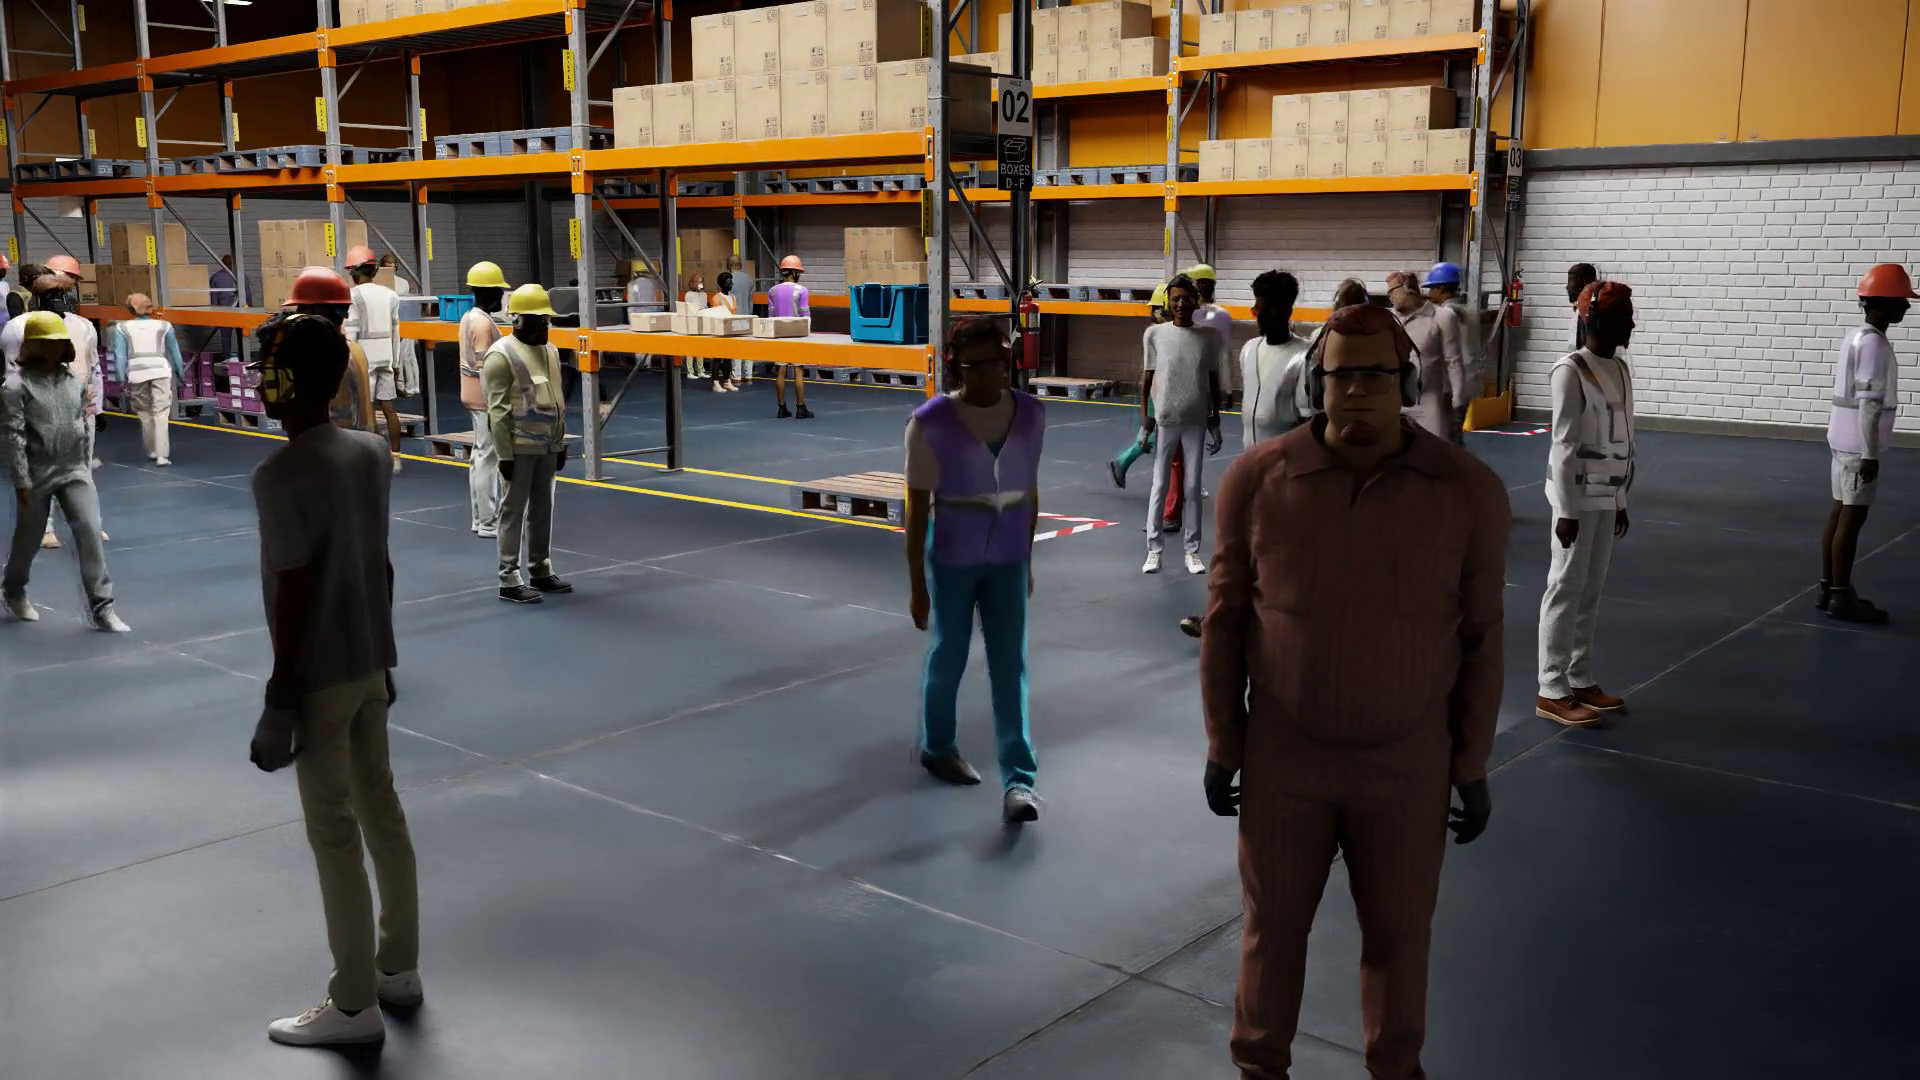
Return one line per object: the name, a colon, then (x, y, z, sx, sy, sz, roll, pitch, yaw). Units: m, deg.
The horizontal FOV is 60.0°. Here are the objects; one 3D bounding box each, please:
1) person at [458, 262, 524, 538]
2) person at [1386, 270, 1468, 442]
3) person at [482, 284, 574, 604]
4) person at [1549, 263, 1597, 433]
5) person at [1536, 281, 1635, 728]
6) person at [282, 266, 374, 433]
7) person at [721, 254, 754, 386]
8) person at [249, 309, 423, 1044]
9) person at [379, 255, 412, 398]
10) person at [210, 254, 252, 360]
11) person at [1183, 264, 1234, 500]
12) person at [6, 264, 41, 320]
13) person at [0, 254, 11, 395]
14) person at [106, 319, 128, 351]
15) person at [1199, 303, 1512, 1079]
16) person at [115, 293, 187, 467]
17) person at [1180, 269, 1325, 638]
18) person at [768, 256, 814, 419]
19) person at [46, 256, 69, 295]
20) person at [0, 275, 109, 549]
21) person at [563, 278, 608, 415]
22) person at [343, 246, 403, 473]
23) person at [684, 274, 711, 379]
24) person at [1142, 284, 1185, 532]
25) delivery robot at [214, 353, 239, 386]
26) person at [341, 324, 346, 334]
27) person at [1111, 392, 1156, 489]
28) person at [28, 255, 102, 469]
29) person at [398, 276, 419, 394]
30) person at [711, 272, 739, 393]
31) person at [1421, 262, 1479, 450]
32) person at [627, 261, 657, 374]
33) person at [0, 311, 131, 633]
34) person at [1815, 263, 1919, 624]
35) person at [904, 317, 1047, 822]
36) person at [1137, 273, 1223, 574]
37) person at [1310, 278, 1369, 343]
person: (-3.303, -0.976, 11.665, 0.376, 1.925, 0.616, -4, 11, -23)
person: (3.294, -0.988, 11.949, 0.780, 1.868, 0.426, 8, 12, 37)
person: (-2.466, -0.553, 9.563, 0.404, 1.823, 0.591, 4, 11, 21)
person: (5.102, -1.306, 13.633, 0.475, 1.901, 0.608, 6, 12, 30)
person: (2.700, -0.156, 7.120, 0.356, 1.883, 0.572, 9, 13, 42)
person: (-2.874, -0.279, 7.657, 0.363, 1.939, 0.542, -2, 10, -10)
person: (-3.291, -3.241, 24.535, 0.366, 1.935, 0.630, 8, 12, 37)
person: (-1.612, 0.357, 4.233, 0.330, 1.874, 0.518, 2, 10, 13)
person: (-7.672, -2.865, 22.403, 0.371, 1.933, 0.627, 9, 14, 42)
person: (-12.426, -3.910, 28.413, 0.649, 1.913, 0.409, -3, 11, -19)
person: (1.970, -1.265, 13.407, 0.590, 1.884, 0.615, -9, 13, -41)
person: (-11.088, -2.385, 19.959, 0.429, 1.837, 0.629, 1, 10, 8)
person: (-13.193, -2.960, 22.932, 0.364, 1.933, 0.552, -1, 10, -6)
person: (-12.116, -2.951, 23.803, 0.516, 1.623, 0.553, 9, 13, 41)
person: (0.833, 0.454, 3.582, 0.641, 1.908, 0.408, 2, 10, 12)
person: (-7.575, -1.504, 15.601, 0.556, 1.590, 0.838, -3, 11, -18)
person: (1.586, -0.410, 8.480, 1.018, 1.905, 0.621, -7, 12, -36)
person: (-2.003, -2.402, 19.770, 0.542, 1.931, 0.375, 4, 11, 24)
person: (-9.450, -2.025, 17.601, 0.359, 1.936, 0.552, -3, 10, -16)
person: (-6.130, -0.875, 11.334, 0.429, 1.844, 0.624, 8, 13, 38)
person: (-4.642, -2.319, 20.058, 0.791, 1.657, 0.548, -3, 10, -16)
person: (-5.258, -1.583, 14.792, 0.396, 2.038, 0.615, 6, 11, 29)
person: (-4.083, -3.314, 25.839, 0.282, 1.625, 0.493, 6, 11, 30)
person: (1.467, -0.935, 11.884, 0.315, 1.769, 0.524, 3, 10, 15)
delivery robot: (-10.097, -2.352, 23.132, 0.477, 0.478, 0.707, -9, 14, -43)
person: (-5.357, -1.279, 13.845, 0.534, 1.767, 0.314, -8, 12, -37)
person: (1.618, -1.229, 13.626, 0.626, 1.733, 0.544, 3, 10, 16)
person: (-8.090, -1.585, 15.085, 0.801, 1.951, 0.647, 0, 10, 1)
person: (-7.704, -2.831, 23.057, 0.266, 1.631, 0.507, 0, 10, 2)
person: (-3.301, -2.903, 23.324, 0.322, 1.690, 0.536, 5, 11, 25)
person: (3.761, -1.145, 12.659, 0.598, 1.917, 0.632, 5, 11, 28)
person: (-5.120, -3.569, 26.727, 0.424, 1.817, 0.624, 8, 13, 39)
person: (-4.841, -0.361, 8.836, 0.912, 1.710, 0.491, 6, 12, 30)
person: (4.943, -0.527, 9.071, 0.378, 1.938, 0.547, 3, 11, 19)
person: (0.058, 0.099, 5.957, 0.575, 1.783, 0.956, -5, 11, -26)
person: (1.373, -0.715, 10.345, 0.534, 1.868, 0.309, 1, 10, 3)
person: (2.525, -0.772, 10.760, 0.517, 1.830, 0.429, 5, 11, 28)
